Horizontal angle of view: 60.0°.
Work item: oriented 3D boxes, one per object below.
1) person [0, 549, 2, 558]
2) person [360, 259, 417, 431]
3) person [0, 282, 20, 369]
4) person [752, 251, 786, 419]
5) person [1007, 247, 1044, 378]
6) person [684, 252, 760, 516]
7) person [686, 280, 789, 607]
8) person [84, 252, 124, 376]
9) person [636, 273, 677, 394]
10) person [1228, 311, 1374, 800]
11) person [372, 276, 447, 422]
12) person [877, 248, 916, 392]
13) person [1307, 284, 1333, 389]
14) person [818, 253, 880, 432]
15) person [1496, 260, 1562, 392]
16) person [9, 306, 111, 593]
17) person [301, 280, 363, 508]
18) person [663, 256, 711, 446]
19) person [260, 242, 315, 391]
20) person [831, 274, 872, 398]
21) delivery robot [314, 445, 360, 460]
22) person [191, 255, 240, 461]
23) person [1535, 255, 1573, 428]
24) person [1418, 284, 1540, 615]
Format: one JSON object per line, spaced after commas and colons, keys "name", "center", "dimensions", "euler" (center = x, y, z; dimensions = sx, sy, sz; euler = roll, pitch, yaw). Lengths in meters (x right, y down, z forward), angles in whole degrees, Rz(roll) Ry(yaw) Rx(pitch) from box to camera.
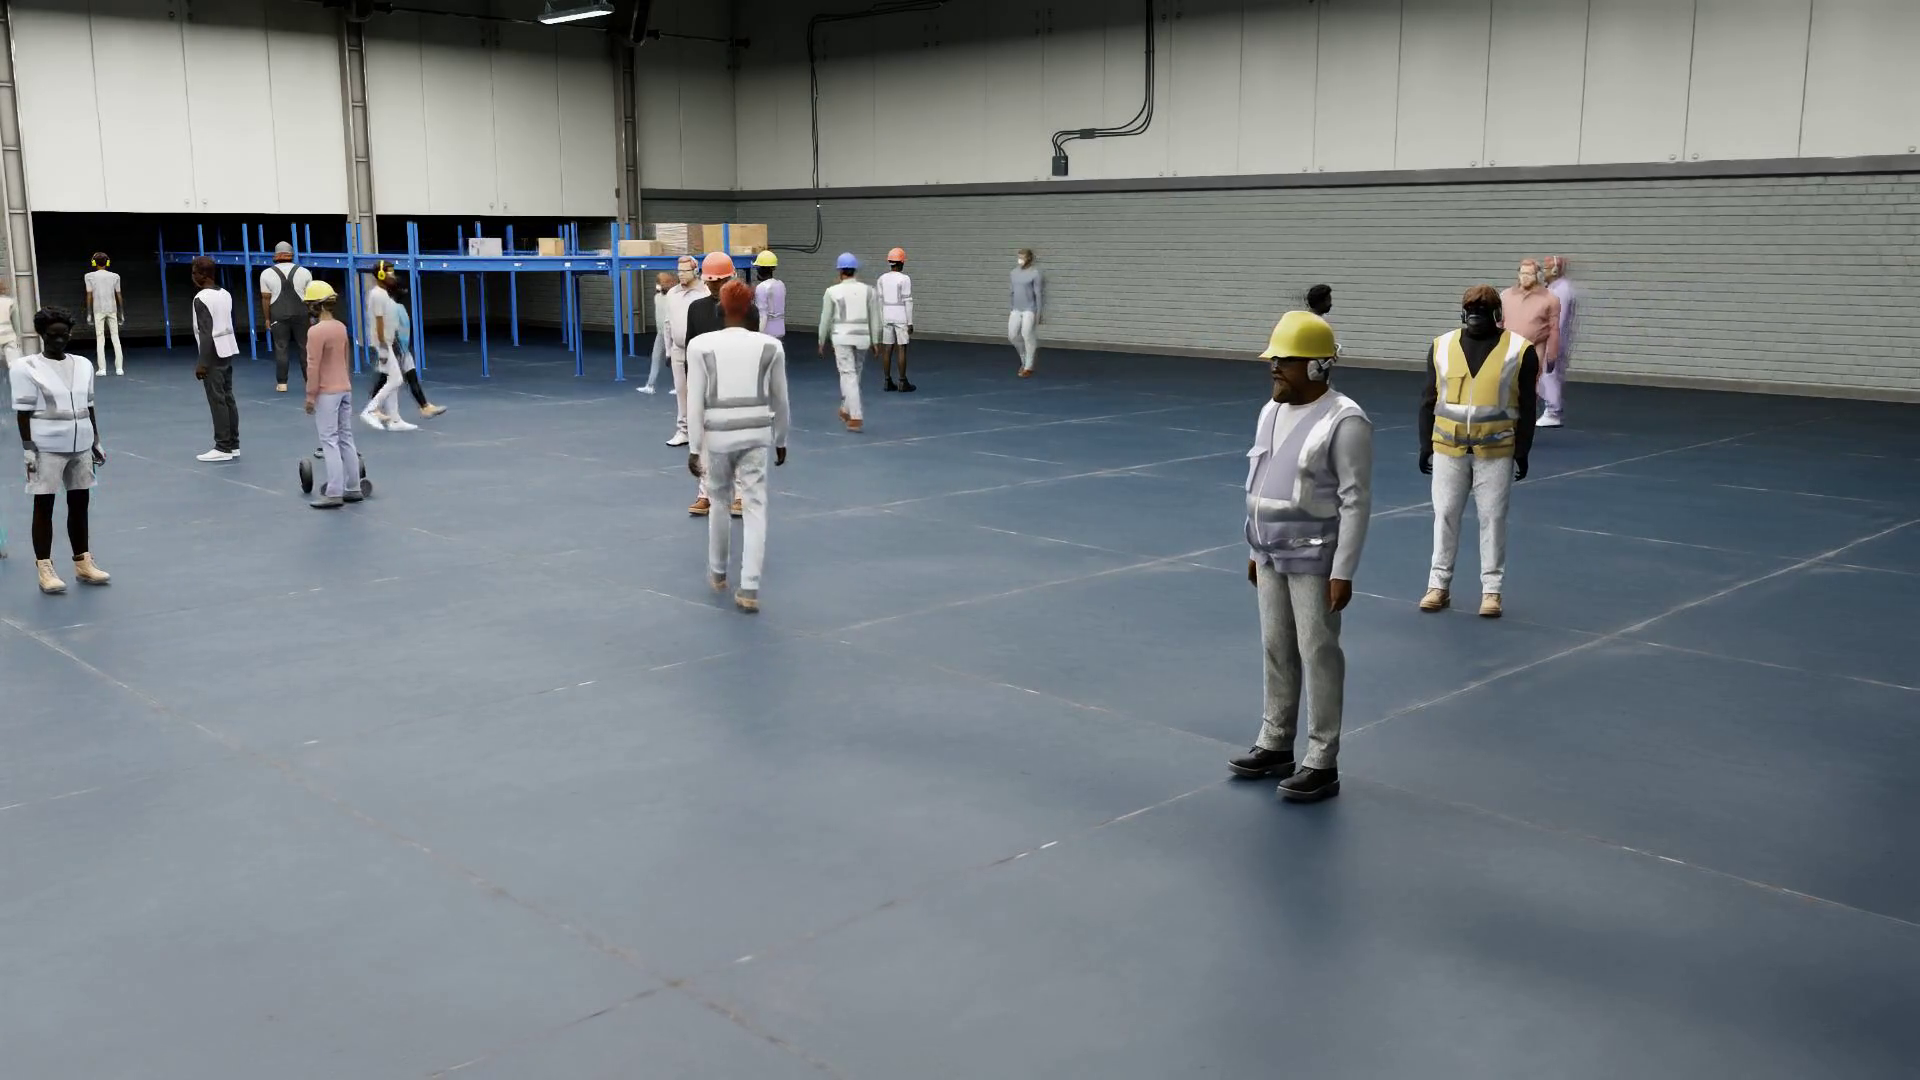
{"name": "person", "center": [-6.585, -0.726, 10.769], "dimensions": [0.650, 1.741, 0.560], "euler": [0, 10, -2]}
{"name": "person", "center": [-6.195, -2.098, 17.982], "dimensions": [0.496, 1.852, 0.528], "euler": [-3, 11, -18]}
{"name": "person", "center": [-11.899, -2.447, 20.586], "dimensions": [0.875, 1.584, 0.542], "euler": [6, 12, 31]}
{"name": "person", "center": [-2.215, -2.371, 19.258], "dimensions": [0.357, 1.930, 0.587], "euler": [3, 11, 17]}
{"name": "person", "center": [0.962, -3.400, 24.862], "dimensions": [0.645, 1.927, 0.423], "euler": [10, 14, 43]}
{"name": "person", "center": [-1.805, -1.175, 12.585], "dimensions": [0.608, 1.986, 0.389], "euler": [3, 11, 15]}
{"name": "person", "center": [-1.298, -0.577, 9.699], "dimensions": [0.601, 1.841, 0.936], "euler": [-2, 11, -13]}
{"name": "person", "center": [-12.975, -3.431, 25.235], "dimensions": [0.515, 1.865, 0.313], "euler": [-8, 13, -37]}
{"name": "person", "center": [-3.958, -2.712, 21.987], "dimensions": [0.527, 1.597, 0.777], "euler": [9, 14, 41]}
{"name": "person", "center": [1.277, 0.053, 6.304], "dimensions": [0.404, 1.830, 0.603], "euler": [-5, 12, -26]}
{"name": "person", "center": [-6.343, -2.165, 18.900], "dimensions": [0.898, 1.634, 0.580], "euler": [0, 10, -2]}
{"name": "person", "center": [-0.858, -3.001, 22.672], "dimensions": [0.544, 1.939, 0.354], "euler": [7, 12, 33]}
{"name": "person", "center": [3.279, -1.532, 15.382], "dimensions": [0.736, 1.671, 0.533], "euler": [3, 11, 18]}
{"name": "person", "center": [-1.269, -2.173, 18.237], "dimensions": [0.644, 1.901, 0.955], "euler": [-6, 12, -30]}
{"name": "person", "center": [5.611, -1.860, 16.670], "dimensions": [0.642, 1.856, 0.993], "euler": [8, 13, 38]}
{"name": "person", "center": [-5.391, -0.551, 9.976], "dimensions": [0.321, 1.694, 0.529], "euler": [5, 12, 26]}
{"name": "person", "center": [-4.959, -1.143, 13.031], "dimensions": [0.326, 1.763, 0.522], "euler": [1, 10, 7]}
{"name": "person", "center": [-2.695, -1.881, 16.660], "dimensions": [0.652, 1.904, 0.402], "euler": [5, 11, 23]}
{"name": "person", "center": [-9.183, -3.049, 22.768], "dimensions": [0.674, 2.000, 0.535], "euler": [-5, 11, -23]}
{"name": "person", "center": [-1.375, -2.587, 21.277], "dimensions": [0.535, 1.609, 0.690], "euler": [0, 10, -2]}
{"name": "delivery robot", "center": [-5.139, -0.811, 13.658], "dimensions": [0.335, 0.223, 0.698], "euler": [-6, 12, -28]}
{"name": "person", "center": [-7.054, -1.723, 15.752], "dimensions": [0.392, 1.922, 0.593], "euler": [-1, 10, -4]}
{"name": "person", "center": [6.514, -2.199, 18.428], "dimensions": [0.435, 1.889, 0.678], "euler": [1, 10, 7]}
{"name": "person", "center": [2.879, -0.505, 9.323], "dimensions": [0.633, 1.842, 0.429], "euler": [5, 12, 27]}
